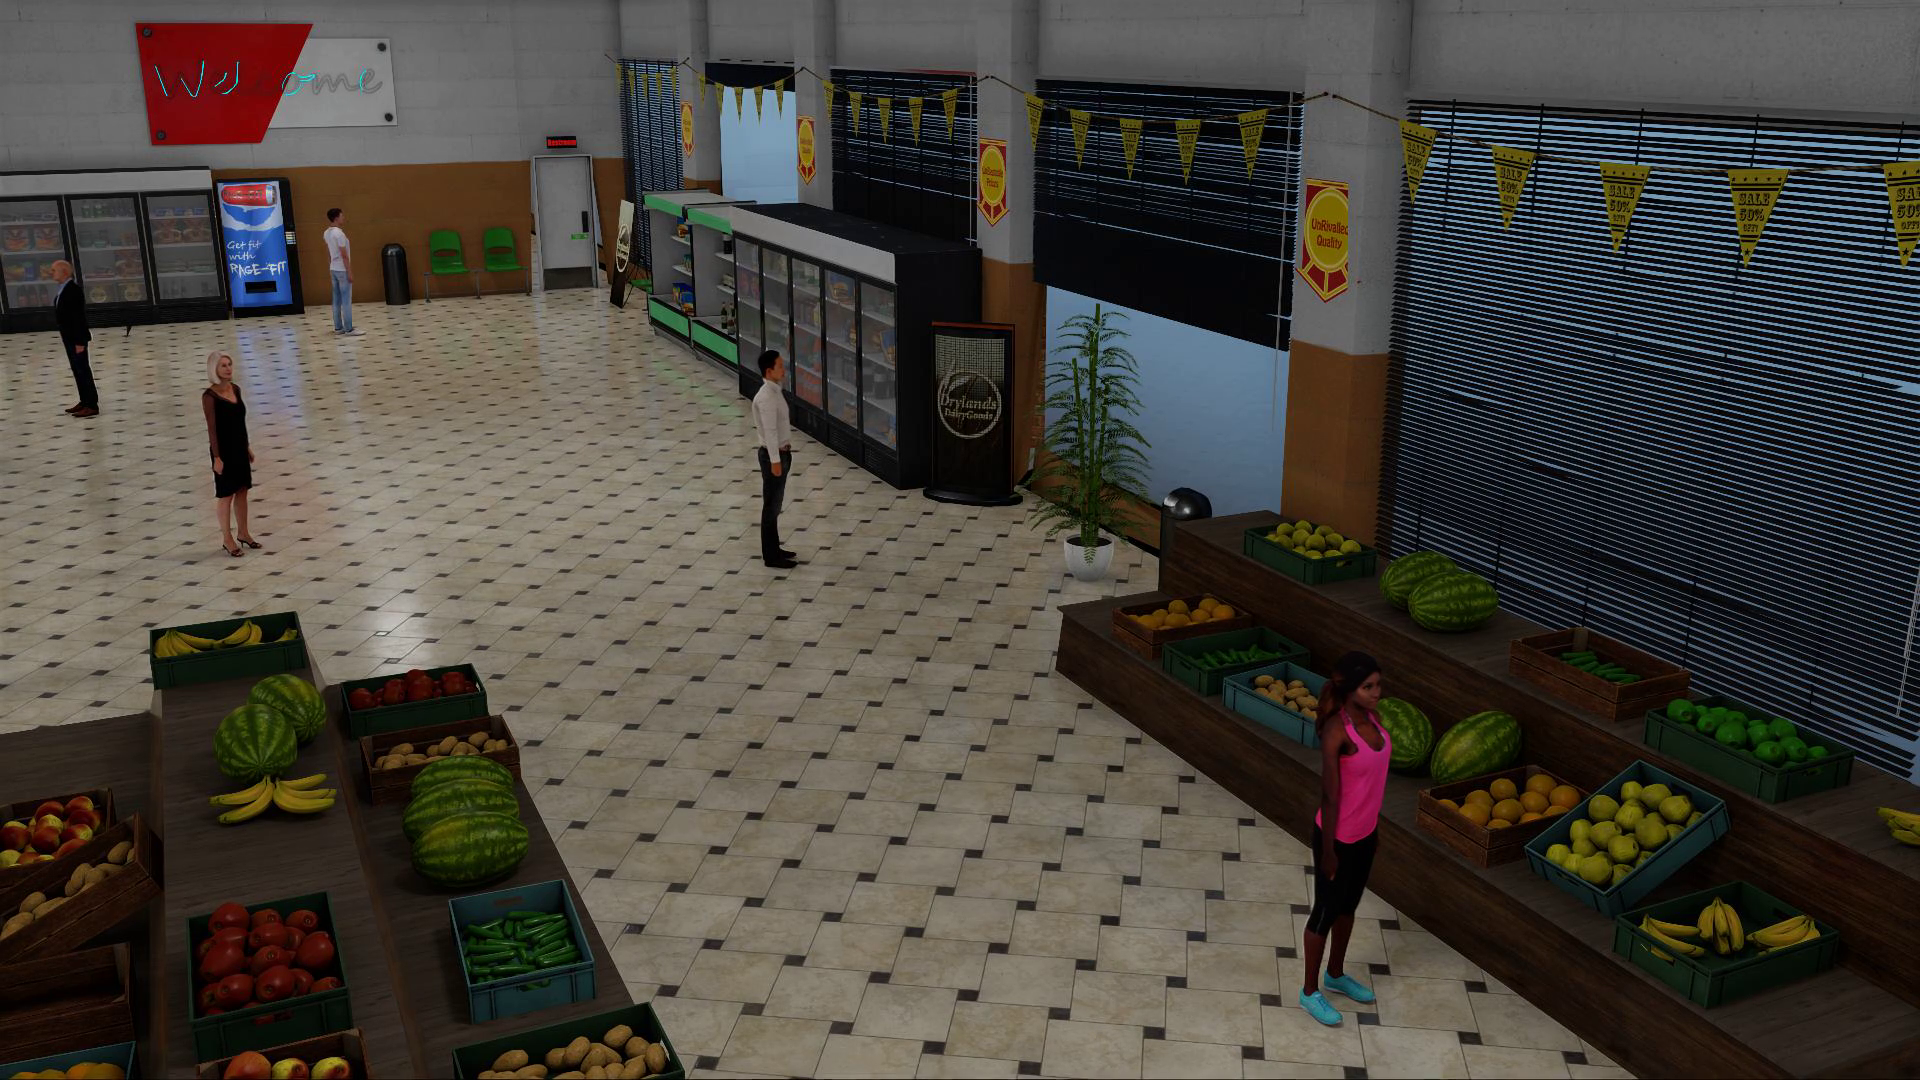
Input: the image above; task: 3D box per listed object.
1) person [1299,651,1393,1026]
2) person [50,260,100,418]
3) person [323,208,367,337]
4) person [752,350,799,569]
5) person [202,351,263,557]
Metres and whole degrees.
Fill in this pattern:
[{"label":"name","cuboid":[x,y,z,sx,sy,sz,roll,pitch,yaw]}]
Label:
[{"label":"person","cuboid":[1.717,1.302,7.413,0.632,1.723,0.638,-15,23,-41]},{"label":"person","cuboid":[-10.275,-2.348,19.303,0.813,1.799,0.614,-14,22,-39]},{"label":"person","cuboid":[-9.117,-3.941,24.458,0.628,1.851,0.779,14,22,39]},{"label":"person","cuboid":[-1.553,-0.681,13.792,0.791,1.812,0.638,-1,17,-3]},{"label":"person","cuboid":[-6.193,-0.742,14.103,0.726,1.747,0.648,5,18,15]}]
